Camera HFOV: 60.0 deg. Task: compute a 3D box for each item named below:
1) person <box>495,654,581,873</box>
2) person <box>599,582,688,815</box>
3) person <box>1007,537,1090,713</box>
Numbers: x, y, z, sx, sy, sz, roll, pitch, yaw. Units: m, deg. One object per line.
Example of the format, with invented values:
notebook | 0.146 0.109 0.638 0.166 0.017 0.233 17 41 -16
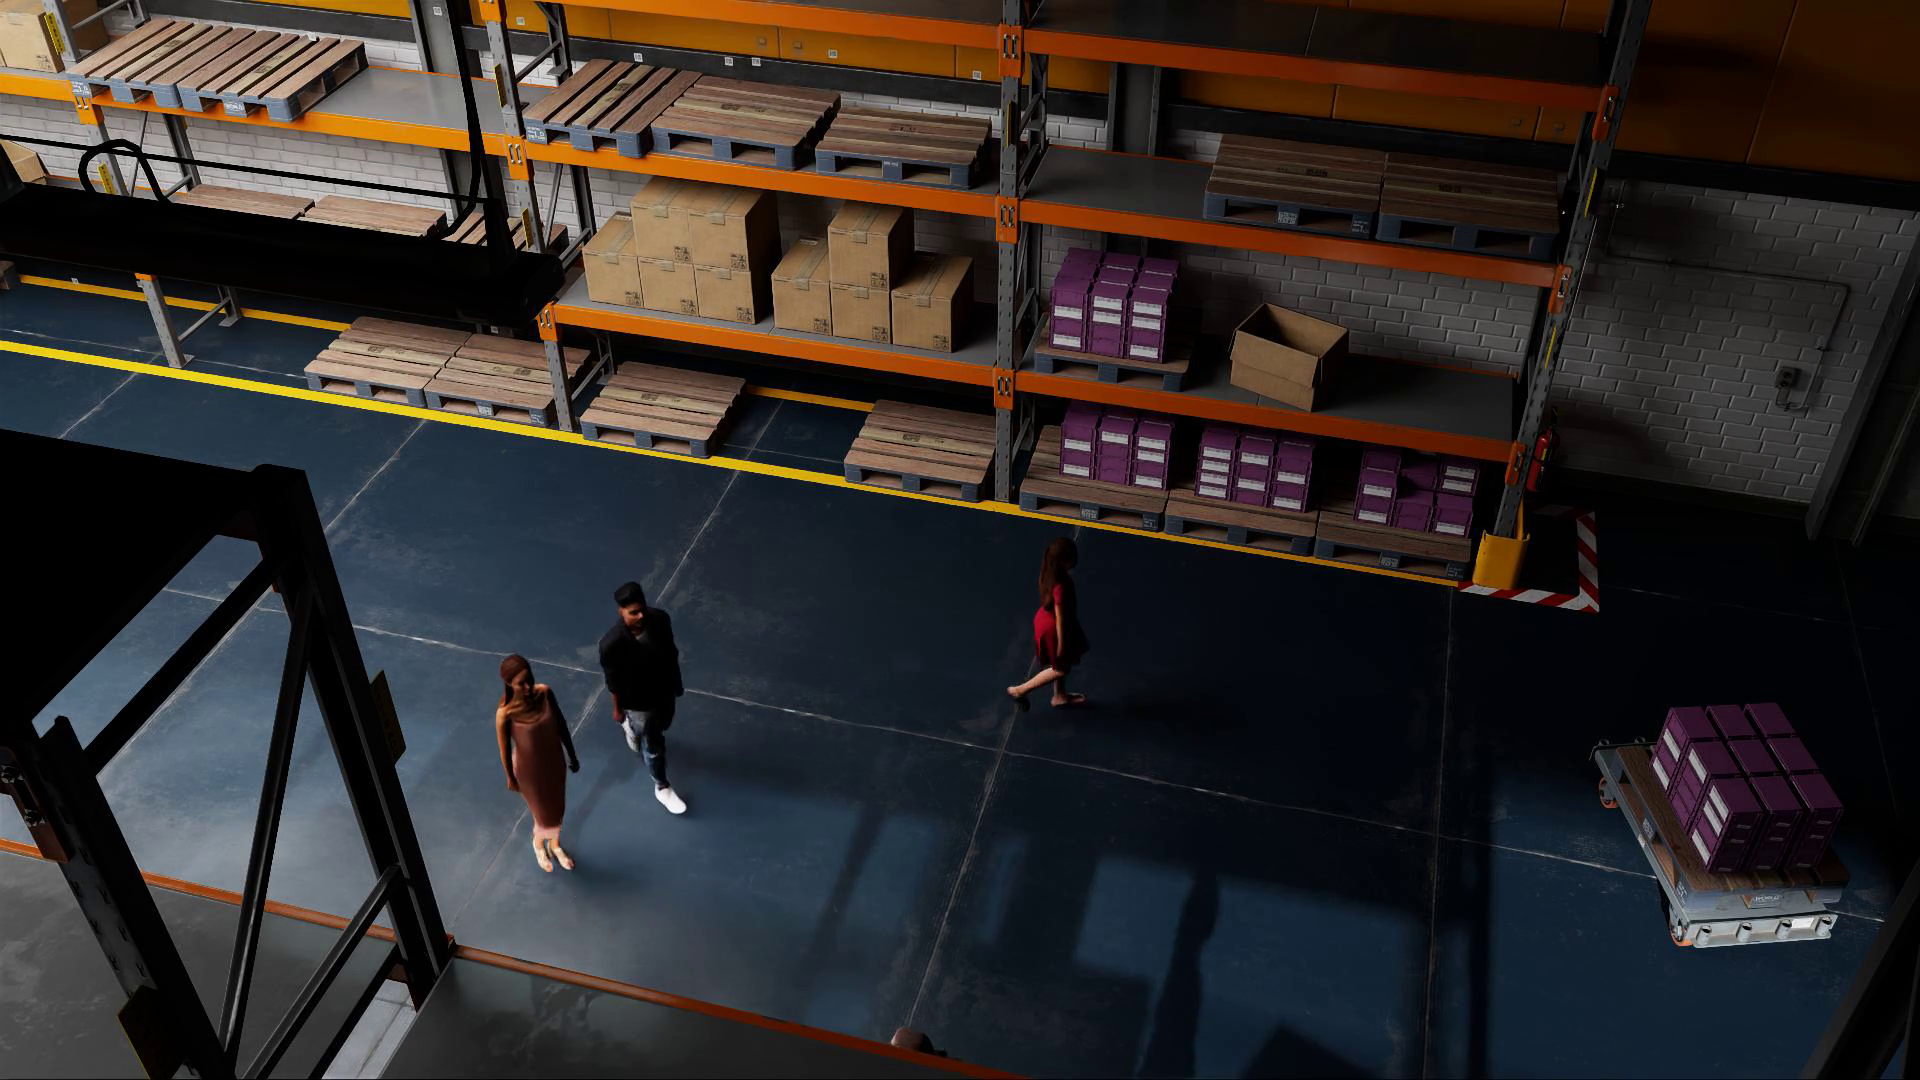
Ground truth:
person | -2.687 1.371 10.423 0.698 1.824 0.675 28 46 30
person | -2.127 0.945 10.987 1.204 1.786 1.018 31 48 33
person | 0.606 0.619 11.592 0.898 1.540 0.724 -5 39 -7
